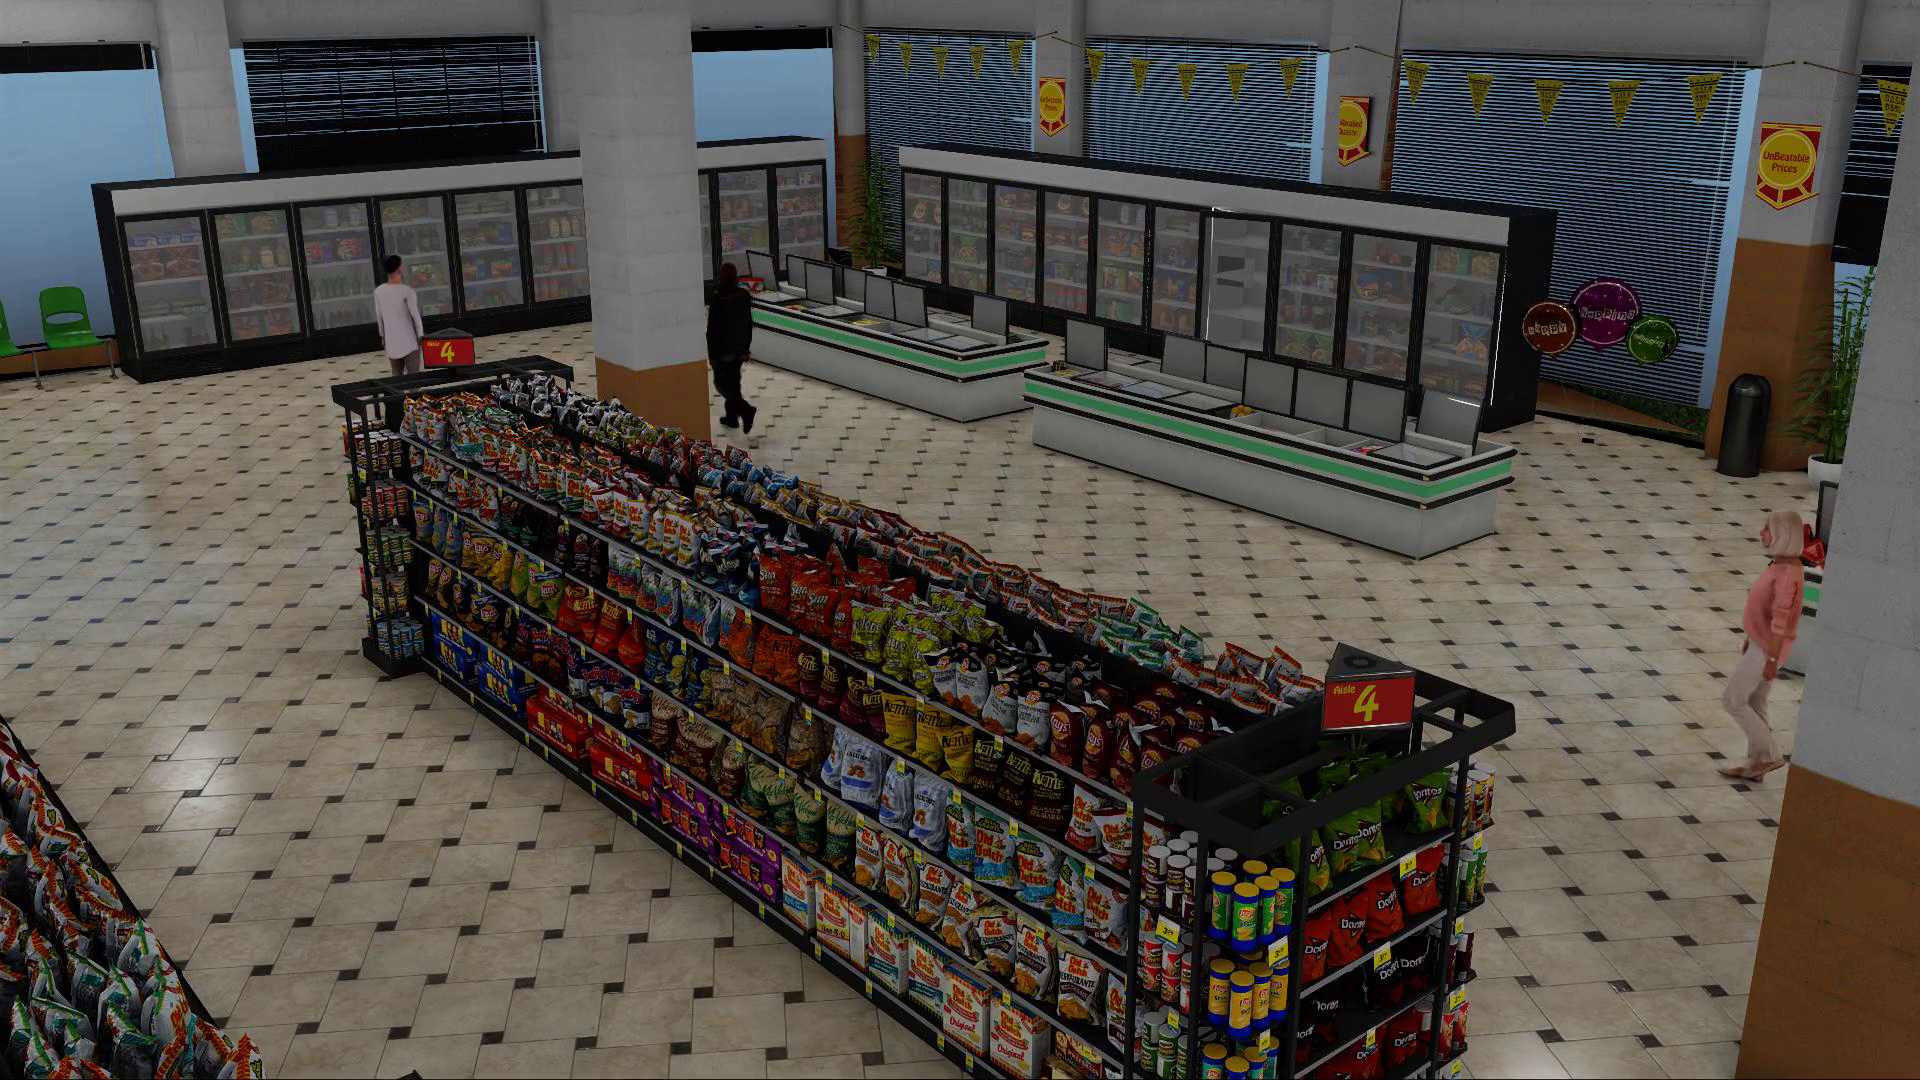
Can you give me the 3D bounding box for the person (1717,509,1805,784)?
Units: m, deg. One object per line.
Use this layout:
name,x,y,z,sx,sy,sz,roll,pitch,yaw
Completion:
person,4.871,0.656,9.849,0.747,1.716,0.710,8,20,23

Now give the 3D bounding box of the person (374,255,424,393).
person,-6.062,-2.177,18.059,0.701,1.839,0.807,5,19,13

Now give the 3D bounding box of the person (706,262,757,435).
person,-2.389,-2.016,17.641,0.687,1.801,1.012,-15,24,-38
